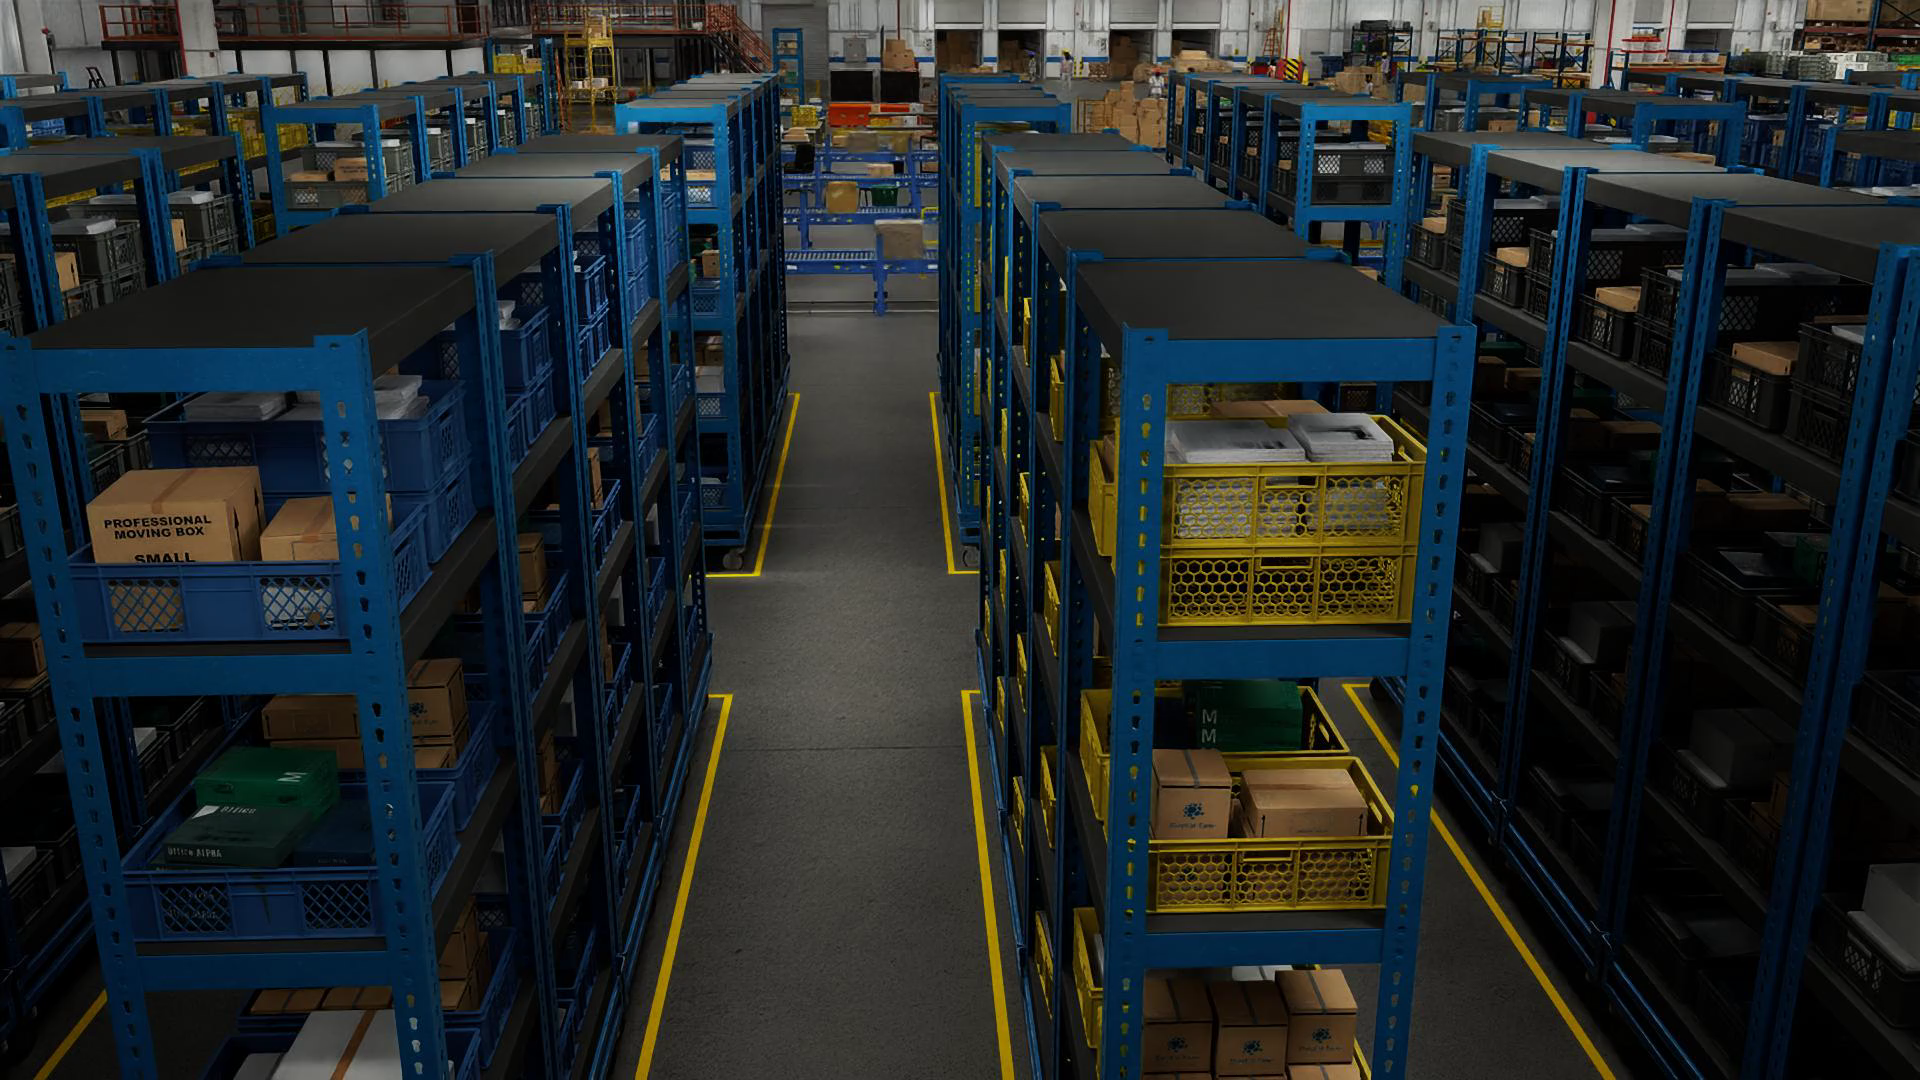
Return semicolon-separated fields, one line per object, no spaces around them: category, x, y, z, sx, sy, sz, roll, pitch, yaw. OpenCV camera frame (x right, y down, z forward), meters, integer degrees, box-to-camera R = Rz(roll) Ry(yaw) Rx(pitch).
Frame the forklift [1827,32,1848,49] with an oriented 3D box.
forklift;46.023;-25.321;87.619;1.129;2.768;1.873;-1;18;-2

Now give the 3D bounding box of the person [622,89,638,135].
person;-9.113;-11.629;46.671;0.611;2.009;0.983;11;21;32

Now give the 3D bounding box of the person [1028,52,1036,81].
person;3.607;-23.508;83.502;0.404;1.945;0.615;-5;19;-16

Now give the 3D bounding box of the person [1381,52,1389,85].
person;21.532;-23.782;84.390;0.383;1.924;0.589;-3;18;-10

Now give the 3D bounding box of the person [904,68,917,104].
person;-1.868;-16.735;62.559;0.544;1.939;0.354;9;20;26

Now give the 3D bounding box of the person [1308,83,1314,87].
person;11.937;-14.815;57.015;0.320;1.694;0.534;5;19;15

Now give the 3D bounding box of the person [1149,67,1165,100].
person;7.673;-17.342;64.504;0.574;1.891;0.949;-5;18;-14

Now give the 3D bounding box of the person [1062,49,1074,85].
person;5.845;-25.542;89.867;0.789;1.893;0.606;7;19;20

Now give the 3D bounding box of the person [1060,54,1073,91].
person;5.364;-23.556;83.833;0.640;1.844;0.429;6;19;17

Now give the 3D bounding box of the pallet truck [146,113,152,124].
pallet truck;-18.087;-8.309;36.390;1.885;1.965;0.823;-1;18;-4

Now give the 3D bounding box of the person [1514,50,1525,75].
person;29.563;-24.853;87.739;0.890;1.908;0.552;-9;20;-25

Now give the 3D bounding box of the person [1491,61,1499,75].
person;23.218;-19.822;72.215;0.328;1.876;0.513;-3;18;-9

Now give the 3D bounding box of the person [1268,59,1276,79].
person;15.083;-22.403;80.503;0.321;1.692;0.534;17;24;42

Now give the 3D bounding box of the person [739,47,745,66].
person;-11.965;-26.319;92.168;0.717;1.970;0.617;-6;19;-17

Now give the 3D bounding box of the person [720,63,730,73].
person;-10.062;-19.492;71.234;0.875;1.849;0.638;-13;22;-34

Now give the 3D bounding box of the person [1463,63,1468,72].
person;22.008;-19.890;72.561;0.981;1.798;0.535;-9;20;-26

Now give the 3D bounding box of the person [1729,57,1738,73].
person;36.009;-21.536;77.521;0.612;1.869;0.414;0;18;0

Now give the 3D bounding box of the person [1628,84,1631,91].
person;22.617;-15.027;57.109;0.704;2.000;0.616;15;23;38

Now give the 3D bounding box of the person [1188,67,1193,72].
person;9.202;-17.713;65.691;0.871;1.880;0.575;5;19;15

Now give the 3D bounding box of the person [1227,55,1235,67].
person;12.858;-22.241;79.661;0.855;1.912;0.632;-14;22;-37

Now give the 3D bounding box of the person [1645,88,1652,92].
person;21.441;-13.203;51.931;0.377;1.754;0.539;-9;20;-25

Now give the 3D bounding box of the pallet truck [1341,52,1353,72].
pallet truck;18.794;-23.123;82.231;0.823;1.965;1.885;-13;22;-35

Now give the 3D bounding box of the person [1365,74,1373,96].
person;14.563;-15.701;59.469;0.326;1.871;0.520;-1;18;-2

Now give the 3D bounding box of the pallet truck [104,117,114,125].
pallet truck;-18.367;-7.885;35.078;1.885;1.965;0.823;1;18;2
